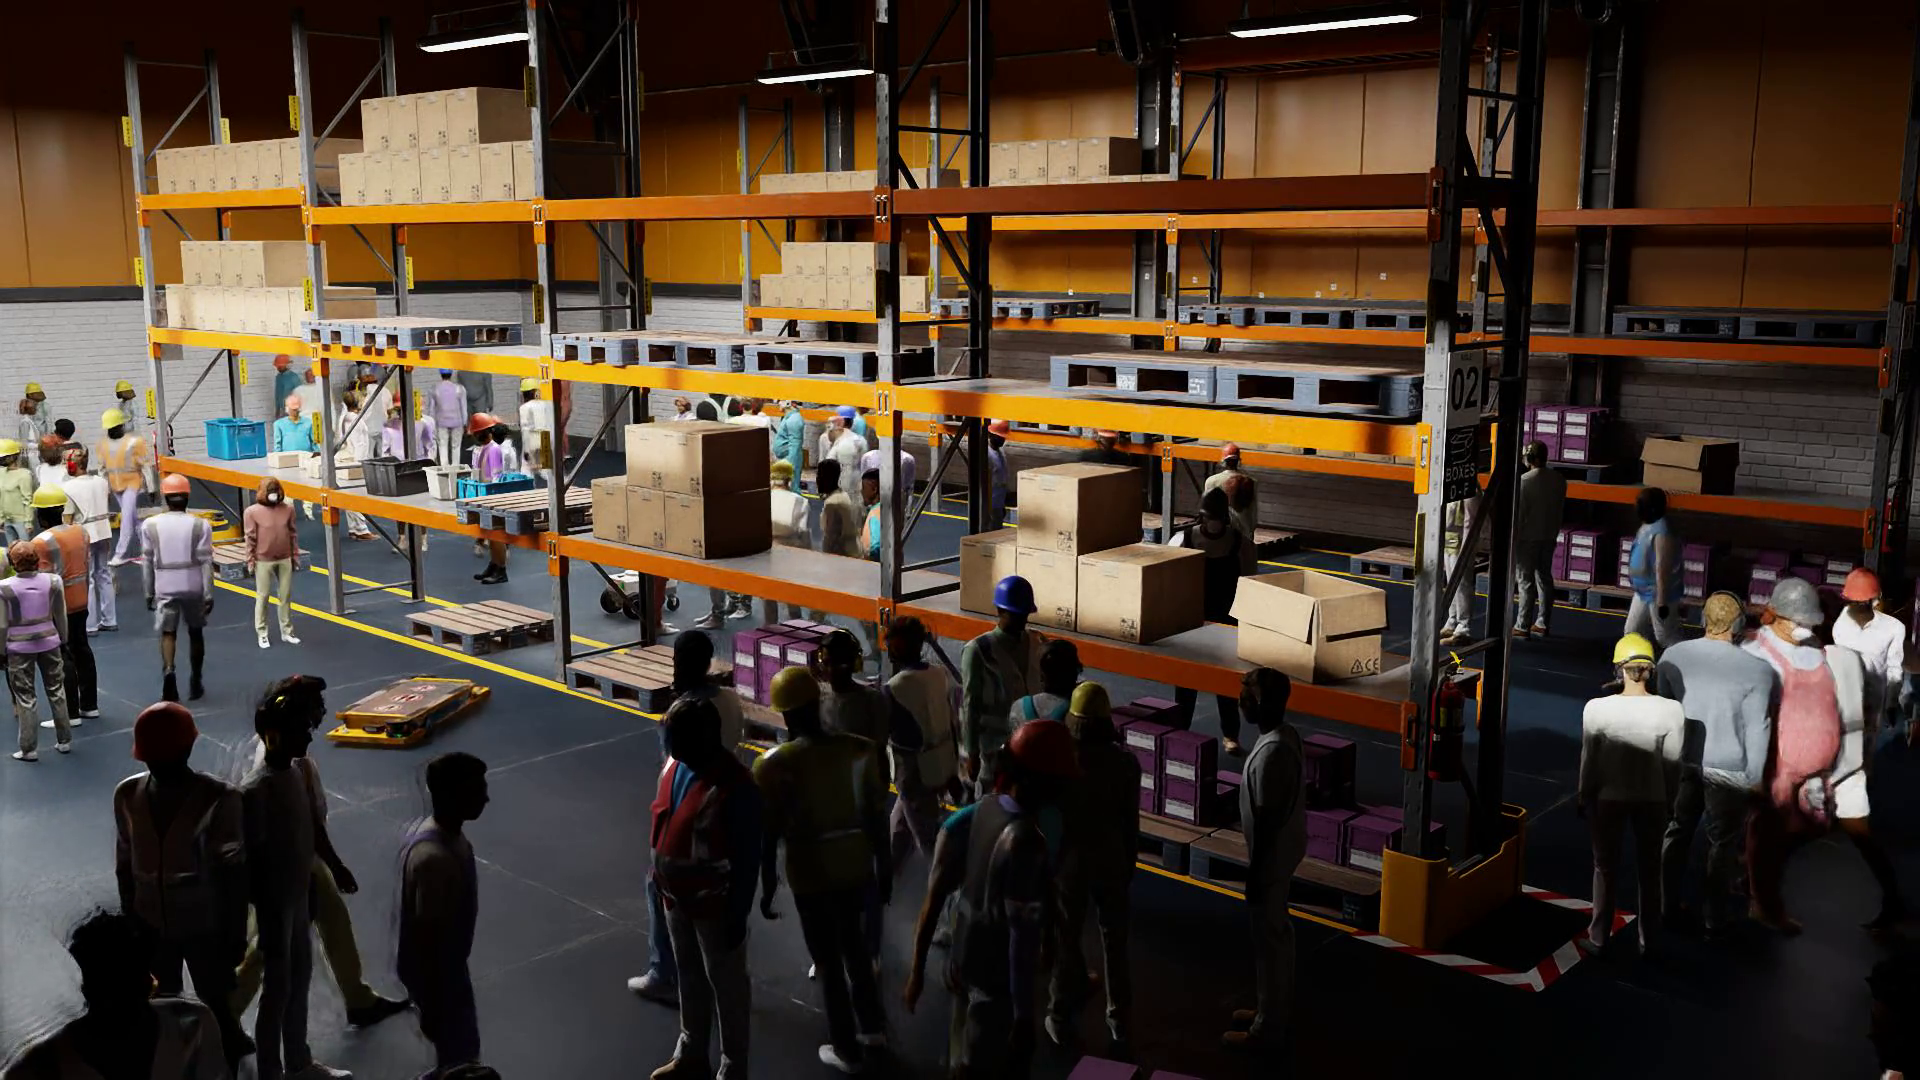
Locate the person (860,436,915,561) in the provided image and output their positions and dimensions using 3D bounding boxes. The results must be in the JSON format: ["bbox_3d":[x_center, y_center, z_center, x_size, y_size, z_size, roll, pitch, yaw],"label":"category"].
[{"bbox_3d":[-0.778,-0.327,17.860,0.587,1.928,0.362,0,10,-2],"label":"person"}]

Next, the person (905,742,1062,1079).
[{"bbox_3d":[0.093,1.693,6.758,0.709,1.823,0.420,-5,11,-28],"label":"person"}]

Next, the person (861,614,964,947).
[{"bbox_3d":[-0.301,1.297,9.068,0.989,1.790,0.580,4,11,23],"label":"person"}]

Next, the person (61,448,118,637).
[{"bbox_3d":[-8.434,0.027,16.112,0.393,1.838,0.560,3,10,14],"label":"person"}]

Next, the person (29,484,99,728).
[{"bbox_3d":[-7.065,0.519,13.079,0.363,1.928,0.587,1,10,7],"label":"person"}]

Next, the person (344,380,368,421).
[{"bbox_3d":[-8.774,-1.392,24.132,0.439,1.840,0.598,-1,10,-5],"label":"person"}]

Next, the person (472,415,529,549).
[{"bbox_3d":[-5.636,-0.709,20.675,0.885,1.706,0.586,2,10,11],"label":"person"}]

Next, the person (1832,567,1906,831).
[{"bbox_3d":[5.751,1.026,10.721,0.563,1.743,0.347,4,11,22],"label":"person"}]

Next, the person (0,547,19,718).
[{"bbox_3d":[-7.733,0.606,13.235,0.540,1.695,0.317,-7,12,-35],"label":"person"}]

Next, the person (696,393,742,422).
[{"bbox_3d":[-3.426,-1.400,23.606,0.684,2.000,0.859,-6,12,-31],"label":"person"}]

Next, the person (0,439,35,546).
[{"bbox_3d":[-10.007,-0.199,17.622,0.524,1.761,0.339,5,11,28],"label":"person"}]

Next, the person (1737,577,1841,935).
[{"bbox_3d":[4.538,1.154,9.167,0.704,2.000,0.566,-5,11,-26],"label":"person"}]

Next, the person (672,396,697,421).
[{"bbox_3d":[-3.938,-1.254,23.948,0.522,1.634,0.314,7,12,35],"label":"person"}]

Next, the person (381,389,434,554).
[{"bbox_3d":[-6.776,-0.835,20.405,0.615,2.040,0.391,-1,10,-4],"label":"person"}]

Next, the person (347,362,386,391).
[{"bbox_3d":[-10.565,-2.462,29.609,0.689,2.000,0.537,-7,12,-36],"label":"person"}]

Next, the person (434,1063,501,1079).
[{"bbox_3d":[-1.160,2.159,4.078,0.514,1.828,0.548,7,12,36],"label":"person"}]

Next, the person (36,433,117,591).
[{"bbox_3d":[-9.317,-0.215,17.432,0.601,1.857,0.812,3,10,17],"label":"person"}]

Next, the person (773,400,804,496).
[{"bbox_3d":[-2.232,-1.005,21.751,0.407,1.910,0.639,-1,10,-5],"label":"person"}]

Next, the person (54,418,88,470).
[{"bbox_3d":[-10.826,-0.629,20.228,0.320,1.693,0.572,3,11,18],"label":"person"}]

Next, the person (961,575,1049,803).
[{"bbox_3d":[0.283,1.151,9.451,0.617,1.944,0.397,-7,12,-36],"label":"person"}]

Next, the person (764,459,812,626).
[{"bbox_3d":[-1.680,0.131,15.642,0.611,1.782,0.907,0,10,1],"label":"person"}]

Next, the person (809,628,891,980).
[{"bbox_3d":[-0.592,1.358,8.532,0.510,1.863,0.327,4,11,20],"label":"person"}]

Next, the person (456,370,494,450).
[{"bbox_3d":[-8.905,-2.537,30.578,0.666,1.867,0.688,1,10,8],"label":"person"}]

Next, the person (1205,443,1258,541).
[{"bbox_3d":[2.812,-0.138,17.324,0.561,1.742,0.354,0,10,2],"label":"person"}]

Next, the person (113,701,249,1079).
[{"bbox_3d":[-3.259,1.602,6.967,0.550,1.925,0.390,0,10,2],"label":"person"}]

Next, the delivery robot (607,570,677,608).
[{"bbox_3d":[-3.269,0.441,17.130,0.707,0.478,0.477,-10,14,-43],"label":"delivery robot"}]

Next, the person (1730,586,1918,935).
[{"bbox_3d":[4.860,1.227,9.234,0.614,1.883,1.068,-6,12,-30],"label":"person"}]

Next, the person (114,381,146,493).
[{"bbox_3d":[-12.724,-1.573,25.458,0.483,1.737,0.321,8,13,38],"label":"person"}]

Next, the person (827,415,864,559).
[{"bbox_3d":[-1.350,-0.476,18.879,0.469,1.867,0.688,-3,11,-19],"label":"person"}]

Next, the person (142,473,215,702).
[{"bbox_3d":[-6.427,0.419,13.685,0.572,1.909,0.679,-3,11,-17],"label":"person"}]

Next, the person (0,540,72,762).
[{"bbox_3d":[-6.824,0.810,12.243,0.306,1.639,0.523,8,13,38],"label":"person"}]

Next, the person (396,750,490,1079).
[{"bbox_3d":[-2.105,1.720,6.590,0.538,1.824,0.559,-2,10,-12],"label":"person"}]

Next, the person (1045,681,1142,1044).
[{"bbox_3d":[0.617,1.528,7.925,0.487,1.735,0.339,-2,10,-9],"label":"person"}]

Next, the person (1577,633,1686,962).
[{"bbox_3d":[3.525,1.362,8.785,0.522,1.763,0.319,1,10,6],"label":"person"}]

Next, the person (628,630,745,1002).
[{"bbox_3d":[-1.377,1.379,8.330,0.743,1.883,0.596,6,12,32],"label":"person"}]

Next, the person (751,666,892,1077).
[{"bbox_3d":[-0.643,1.510,7.599,0.608,1.885,0.510,-5,11,-26],"label":"person"}]
